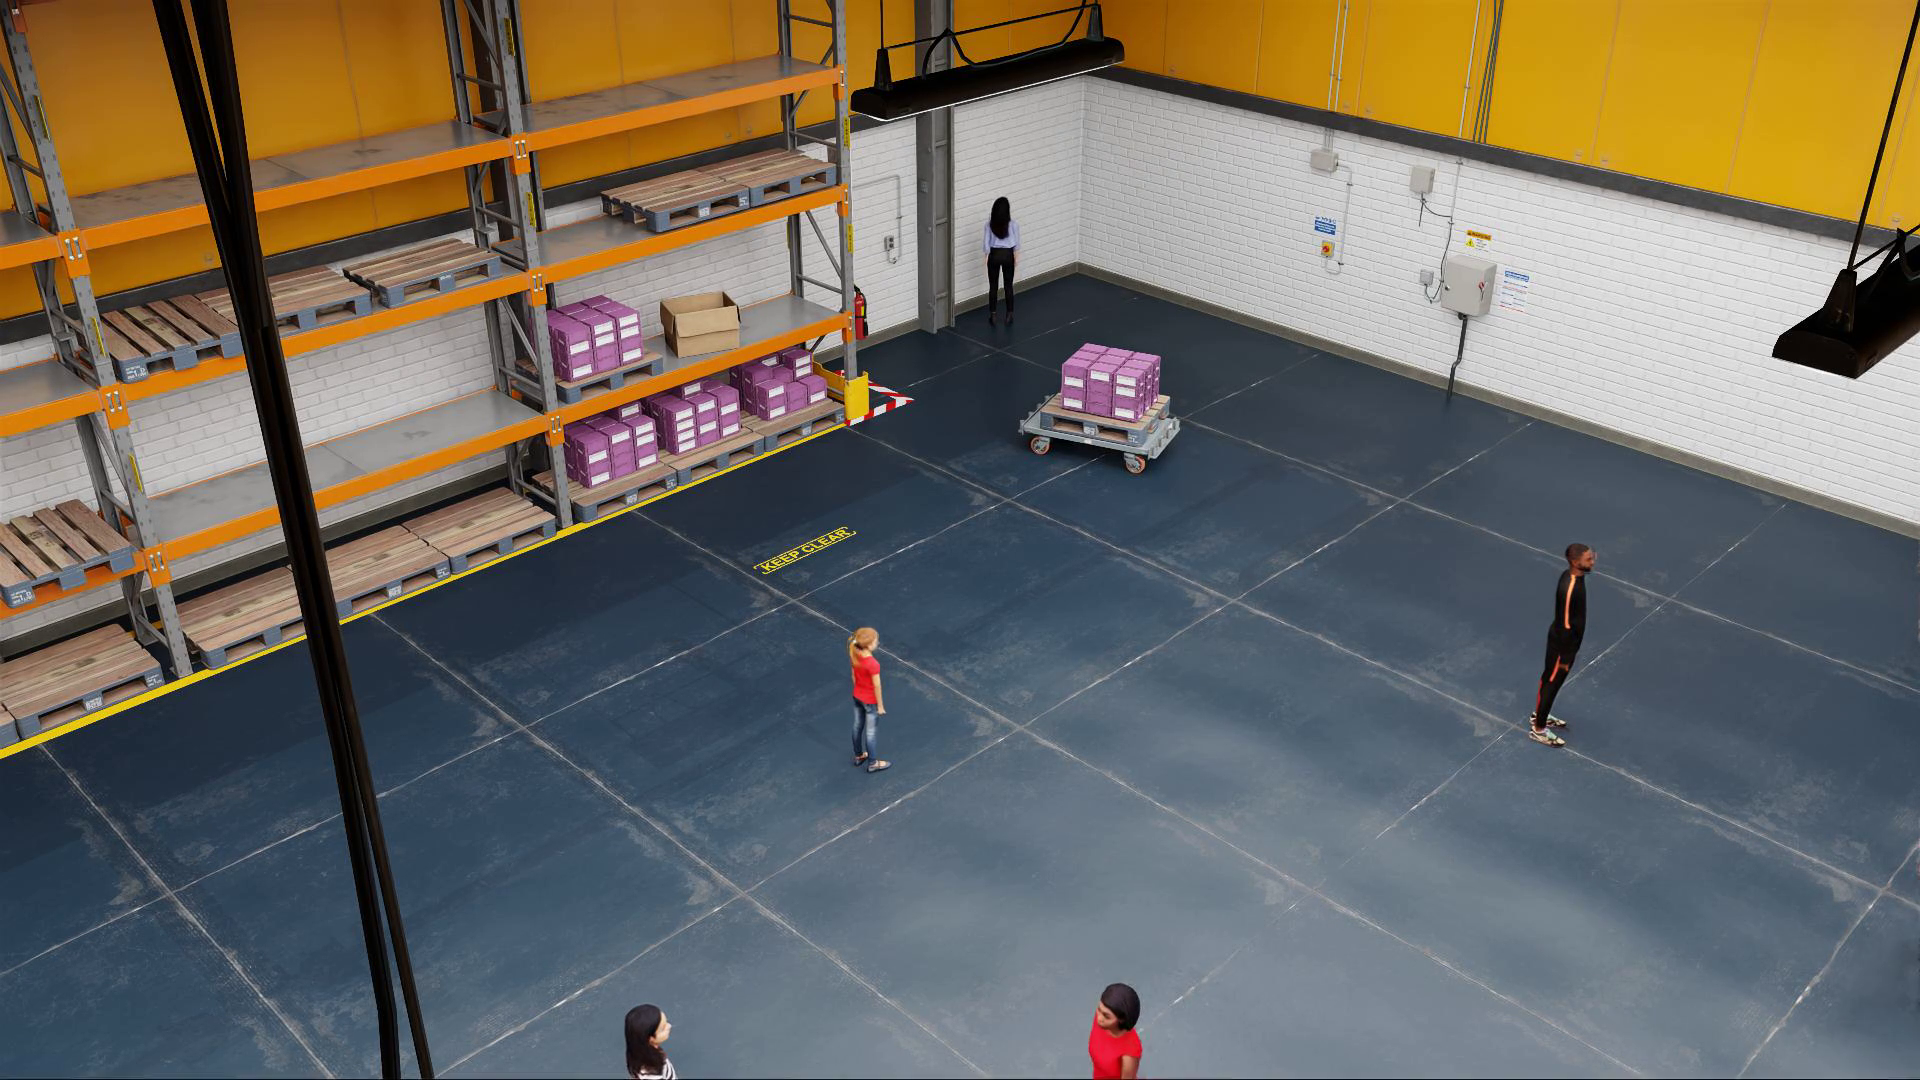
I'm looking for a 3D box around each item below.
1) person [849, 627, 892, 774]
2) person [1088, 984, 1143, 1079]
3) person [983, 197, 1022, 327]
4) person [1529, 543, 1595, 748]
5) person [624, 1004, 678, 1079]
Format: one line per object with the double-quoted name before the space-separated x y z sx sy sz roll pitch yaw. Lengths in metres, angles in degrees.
"person" -0.758 1.273 13.393 0.490 1.310 0.485 -23 36 -35
"person" 0.968 3.196 9.468 1.185 1.692 0.791 -16 32 -26
"person" 0.542 -3.700 22.055 0.720 1.745 0.781 1 29 1
"person" 4.956 0.828 13.689 0.751 1.808 0.610 11 30 19
"person" -1.675 3.277 9.211 0.592 1.796 0.644 -13 31 -23
